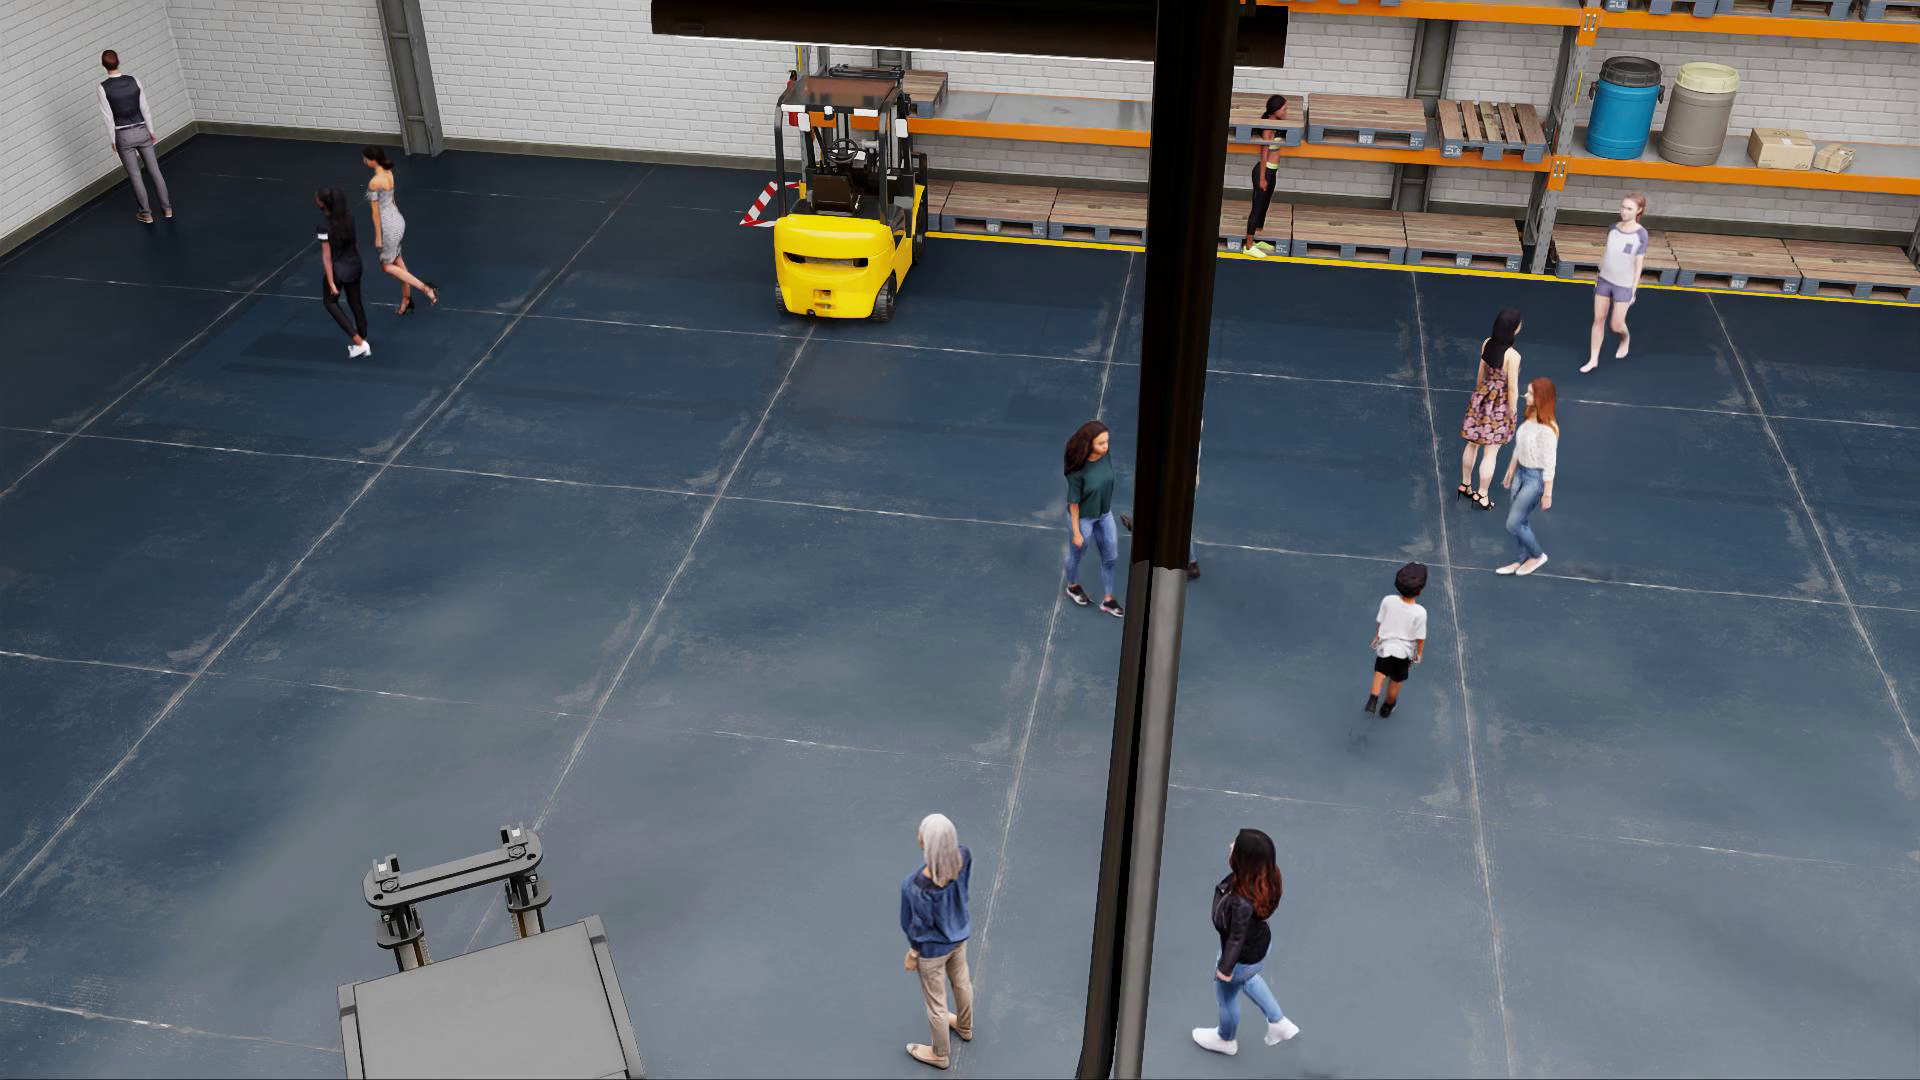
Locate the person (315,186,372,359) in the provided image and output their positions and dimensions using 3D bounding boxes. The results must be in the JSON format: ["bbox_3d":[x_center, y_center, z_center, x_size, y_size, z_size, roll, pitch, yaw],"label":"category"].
[{"bbox_3d":[-5.756,-2.508,15.710,0.751,1.721,0.715,17,37,24],"label":"person"}]

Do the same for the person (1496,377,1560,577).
[{"bbox_3d":[4.421,-0.448,12.621,0.714,1.711,0.688,-2,34,-3],"label":"person"}]

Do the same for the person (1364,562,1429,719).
[{"bbox_3d":[2.939,0.730,11.265,0.640,1.250,0.676,19,38,26],"label":"person"}]

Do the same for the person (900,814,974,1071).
[{"bbox_3d":[-0.103,2.109,8.786,0.705,1.697,0.702,22,39,29],"label":"person"}]

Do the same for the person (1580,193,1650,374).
[{"bbox_3d":[6.180,-2.406,15.526,0.890,1.756,0.845,-24,41,-32],"label":"person"}]

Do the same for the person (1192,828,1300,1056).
[{"bbox_3d":[1.558,2.165,8.770,0.883,1.622,0.779,16,37,23],"label":"person"}]

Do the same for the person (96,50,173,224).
[{"bbox_3d":[-9.219,-4.509,18.525,0.747,1.938,0.780,-26,42,-34],"label":"person"}]

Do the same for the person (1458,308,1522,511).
[{"bbox_3d":[4.318,-1.061,13.484,0.847,1.776,0.802,-15,36,-21],"label":"person"}]

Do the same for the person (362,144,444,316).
[{"bbox_3d":[-5.520,-3.014,16.393,0.798,1.808,0.646,4,34,5],"label":"person"}]

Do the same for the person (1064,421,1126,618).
[{"bbox_3d":[0.903,-0.201,12.350,0.867,1.599,0.940,-24,40,-31],"label":"person"}]

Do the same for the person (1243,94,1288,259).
[{"bbox_3d":[3.250,-3.902,17.779,0.613,1.754,0.619,17,37,24],"label":"person"}]
